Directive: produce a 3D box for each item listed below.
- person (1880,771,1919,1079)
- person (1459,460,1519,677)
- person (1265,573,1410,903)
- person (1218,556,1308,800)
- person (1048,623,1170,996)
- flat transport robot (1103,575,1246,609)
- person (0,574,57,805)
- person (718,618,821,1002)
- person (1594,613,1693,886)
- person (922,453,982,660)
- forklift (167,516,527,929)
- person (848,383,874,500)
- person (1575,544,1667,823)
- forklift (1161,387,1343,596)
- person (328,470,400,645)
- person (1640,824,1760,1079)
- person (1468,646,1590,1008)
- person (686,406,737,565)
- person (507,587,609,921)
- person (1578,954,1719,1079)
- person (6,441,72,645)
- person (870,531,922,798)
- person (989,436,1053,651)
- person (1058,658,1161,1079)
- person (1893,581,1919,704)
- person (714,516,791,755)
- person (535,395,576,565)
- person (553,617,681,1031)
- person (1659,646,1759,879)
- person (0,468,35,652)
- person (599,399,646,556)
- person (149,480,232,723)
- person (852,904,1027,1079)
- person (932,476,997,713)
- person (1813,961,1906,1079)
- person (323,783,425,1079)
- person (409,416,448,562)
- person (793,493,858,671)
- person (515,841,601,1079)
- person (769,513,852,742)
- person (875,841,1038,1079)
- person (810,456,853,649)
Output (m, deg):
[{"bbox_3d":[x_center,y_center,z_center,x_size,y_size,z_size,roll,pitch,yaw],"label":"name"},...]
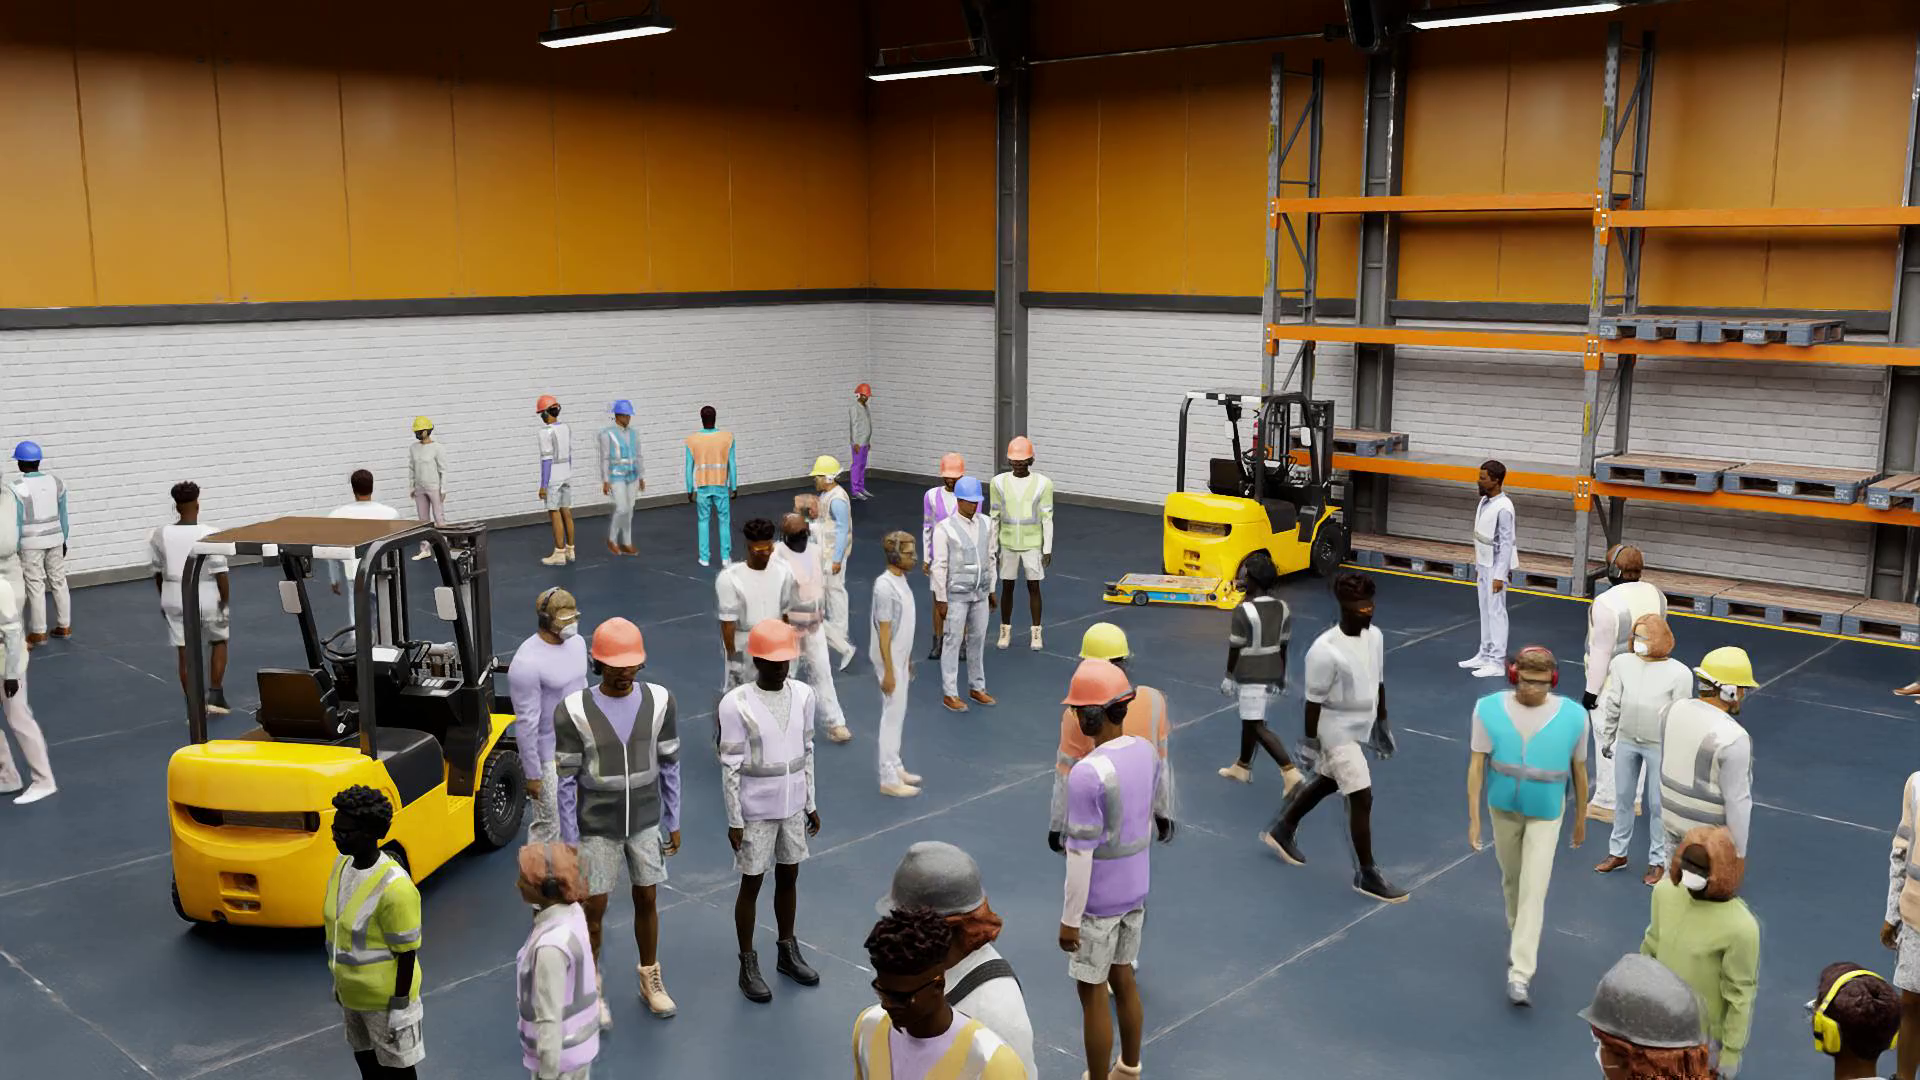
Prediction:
[{"bbox_3d":[4.095,1.610,6.901,0.374,1.928,0.542,-6,12,-30],"label":"person"},{"bbox_3d":[4.704,0.248,14.677,0.399,1.920,0.590,0,10,1],"label":"person"},{"bbox_3d":[2.222,1.103,9.847,1.020,1.919,0.599,9,13,41],"label":"person"},{"bbox_3d":[2.105,0.942,11.449,0.529,1.667,0.798,-9,13,-42],"label":"person"},{"bbox_3d":[0.725,1.352,8.410,0.630,1.905,0.570,-6,12,-31],"label":"person"},{"bbox_3d":[2.296,0.536,17.728,1.431,0.197,0.652,3,10,16],"label":"flat transport robot"},{"bbox_3d":[-6.530,0.860,11.318,0.645,1.883,0.441,6,12,30],"label":"person"},{"bbox_3d":[-0.940,1.341,8.401,0.544,1.939,0.354,-8,13,-39],"label":"person"},{"bbox_3d":[4.068,1.232,9.889,0.277,1.631,0.506,-9,14,-42],"label":"person"},{"bbox_3d":[-0.075,0.155,15.207,0.554,1.925,0.390,2,10,11],"label":"person"},{"bbox_3d":[-3.583,0.976,9.748,1.214,2.155,2.313,2,10,11],"label":"forklift"},{"bbox_3d":[-1.472,-1.492,25.075,0.339,1.745,0.561,3,10,17],"label":"person"},{"bbox_3d":[4.337,0.937,10.976,0.634,1.841,0.429,-6,11,-29],"label":"person"},{"bbox_3d":[3.298,-0.608,18.767,1.214,2.155,2.313,9,13,42],"label":"forklift"},{"bbox_3d":[-5.150,0.329,14.415,0.615,1.863,1.022,-3,10,-17],"label":"person"},{"bbox_3d":[2.833,1.857,6.386,0.603,1.612,0.516,-4,11,-21],"label":"person"},{"bbox_3d":[2.871,1.405,8.455,0.558,1.783,0.944,5,11,28],"label":"person"},{"bbox_3d":[-2.953,-0.639,19.771,0.600,1.907,0.400,-1,10,-8],"label":"person"},{"bbox_3d":[-2.242,1.199,9.251,0.382,1.930,0.636,3,11,19],"label":"person"},{"bbox_3d":[1.767,2.022,4.231,0.690,2.000,0.781,-8,13,-39],"label":"person"},{"bbox_3d":[-8.791,0.026,15.862,0.393,1.948,0.616,4,11,24],"label":"person"},{"bbox_3d":[-0.414,0.856,11.499,0.406,1.836,0.522,2,10,9],"label":"person"},{"bbox_3d":[0.567,0.040,15.557,0.604,2.034,0.418,2,10,11],"label":"person"},{"bbox_3d":[0.611,1.512,7.184,0.410,2.030,0.611,7,12,35],"label":"person"},{"bbox_3d":[8.078,0.437,13.763,0.330,1.866,0.512,0,10,1],"label":"person"},{"bbox_3d":[-1.474,0.759,11.813,0.615,1.920,0.974,-6,12,-31],"label":"person"},{"bbox_3d":[-4.853,-0.712,19.828,0.407,2.031,0.610,3,10,17],"label":"person"},{"bbox_3d":[-1.630,1.363,8.028,0.603,2.034,0.416,-5,11,-27],"label":"person"},{"bbox_3d":[3.720,1.418,8.309,0.403,1.818,0.606,-2,10,-13],"label":"person"},{"bbox_3d":[-8.828,0.188,15.173,0.483,1.867,0.670,3,10,15],"label":"person"},{"bbox_3d":[-4.115,-0.755,20.337,0.421,1.934,0.625,7,12,34],"label":"person"},{"bbox_3d":[-6.098,0.490,13.259,0.605,1.936,0.482,-1,10,-7],"label":"person"},{"bbox_3d":[-0.091,1.976,4.765,0.609,1.952,0.387,8,13,39],"label":"person"},{"bbox_3d":[0.054,0.434,13.577,0.598,1.940,0.407,-8,13,-37],"label":"person"},{"bbox_3d":[2.380,2.058,4.546,0.506,1.864,0.332,-2,10,-10],"label":"person"},{"bbox_3d":[-2.314,1.783,6.568,0.531,1.698,0.320,9,13,41],"label":"person"},{"bbox_3d":[-6.409,-0.613,20.016,0.528,1.767,0.329,4,11,22],"label":"person"},{"bbox_3d":[-1.301,0.383,14.766,0.738,1.616,0.518,0,10,1],"label":"person"},{"bbox_3d":[-1.420,1.894,6.186,0.651,1.625,0.522,-2,10,-10],"label":"person"},{"bbox_3d":[-1.211,0.671,12.647,0.787,1.788,0.693,8,12,37],"label":"person"},{"bbox_3d":[-0.075,1.880,5.039,0.536,2.000,0.688,-4,11,-20],"label":"person"},{"bbox_3d":[-1.223,0.109,15.727,0.404,1.827,0.600,-3,10,-15],"label":"person"}]
